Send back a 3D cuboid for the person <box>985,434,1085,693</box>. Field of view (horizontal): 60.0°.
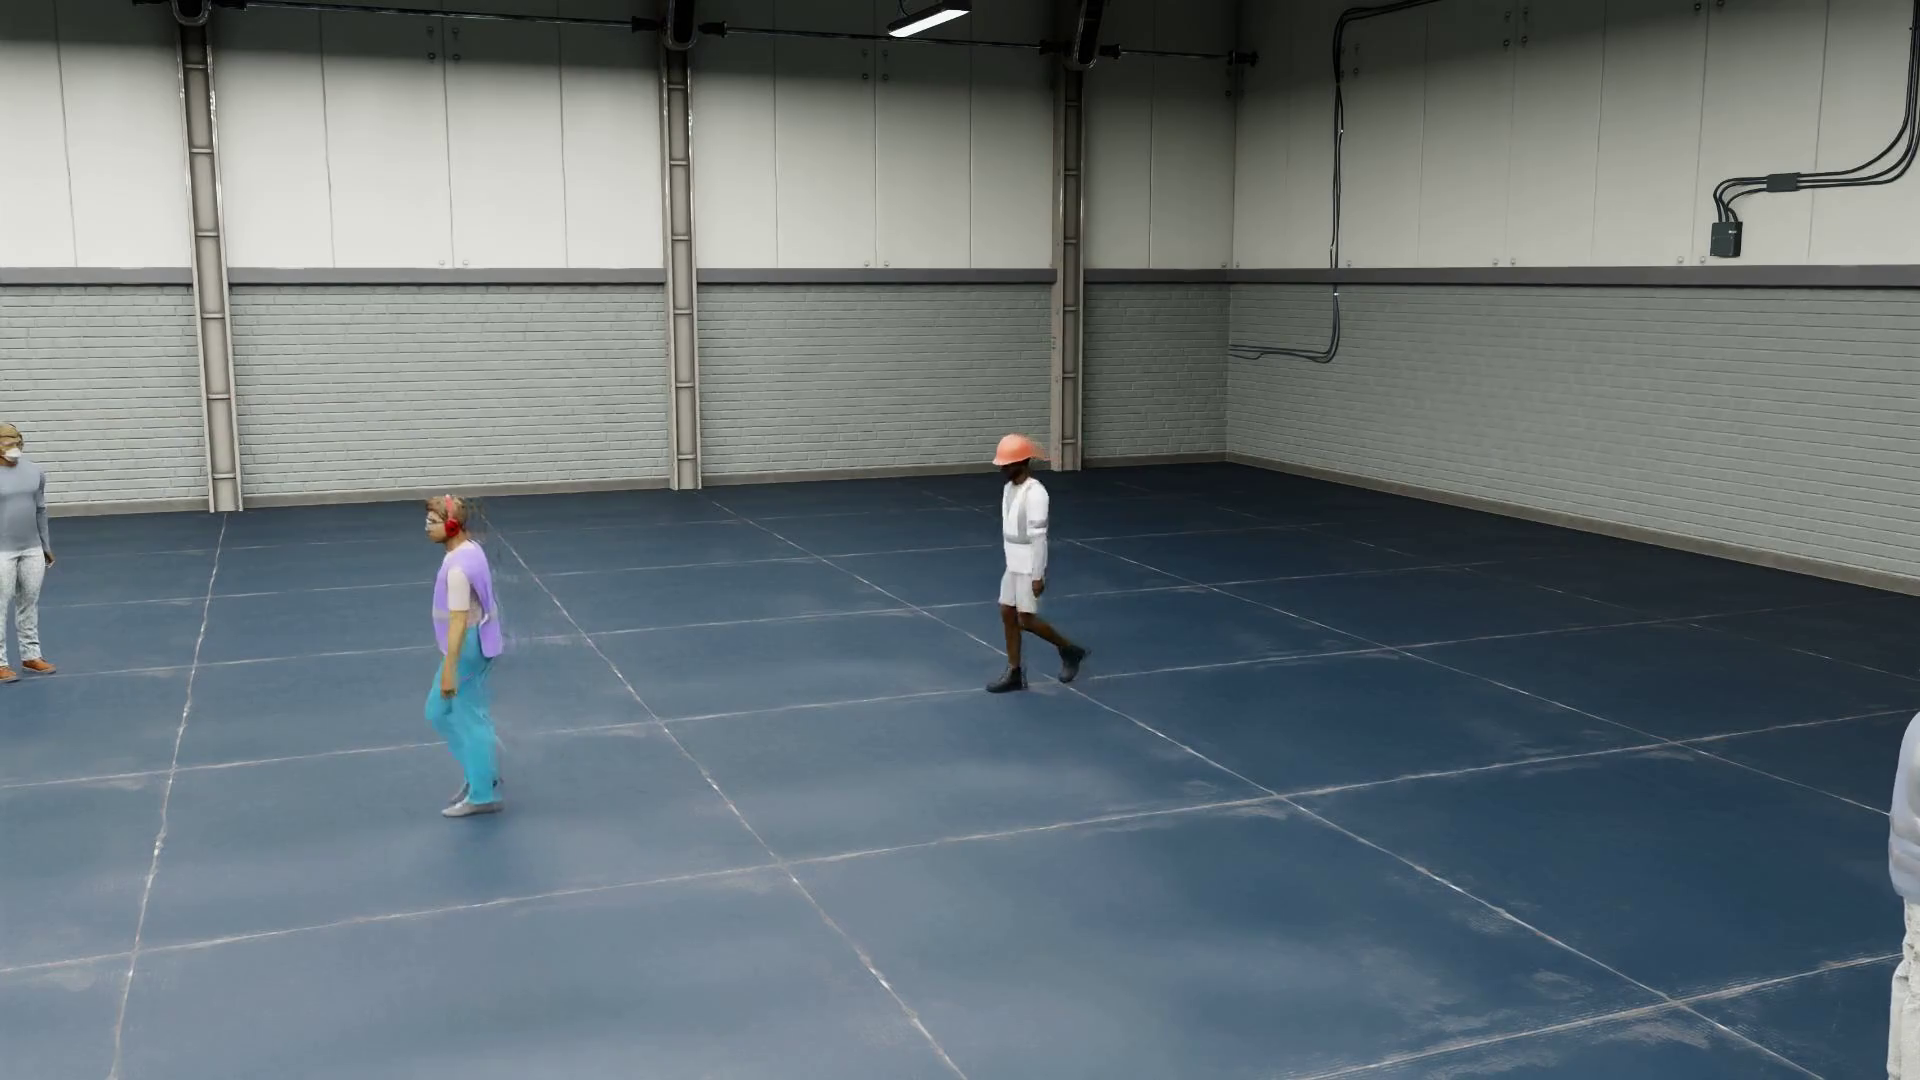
[{"bbox_3d":[0.528,0.171,12.062,0.650,1.910,0.564,-4,10,-25],"label":"person"}]

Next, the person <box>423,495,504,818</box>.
[{"bbox_3d":[-2.781,0.652,9.269,0.461,1.828,0.611,-2,9,-14],"label":"person"}]

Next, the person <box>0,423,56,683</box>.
[{"bbox_3d":[-7.126,0.085,12.506,0.354,1.936,0.635,4,10,25],"label":"person"}]

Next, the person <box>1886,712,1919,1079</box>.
[{"bbox_3d":[3.452,1.205,5.787,0.404,1.836,0.600,4,10,22],"label":"person"}]
